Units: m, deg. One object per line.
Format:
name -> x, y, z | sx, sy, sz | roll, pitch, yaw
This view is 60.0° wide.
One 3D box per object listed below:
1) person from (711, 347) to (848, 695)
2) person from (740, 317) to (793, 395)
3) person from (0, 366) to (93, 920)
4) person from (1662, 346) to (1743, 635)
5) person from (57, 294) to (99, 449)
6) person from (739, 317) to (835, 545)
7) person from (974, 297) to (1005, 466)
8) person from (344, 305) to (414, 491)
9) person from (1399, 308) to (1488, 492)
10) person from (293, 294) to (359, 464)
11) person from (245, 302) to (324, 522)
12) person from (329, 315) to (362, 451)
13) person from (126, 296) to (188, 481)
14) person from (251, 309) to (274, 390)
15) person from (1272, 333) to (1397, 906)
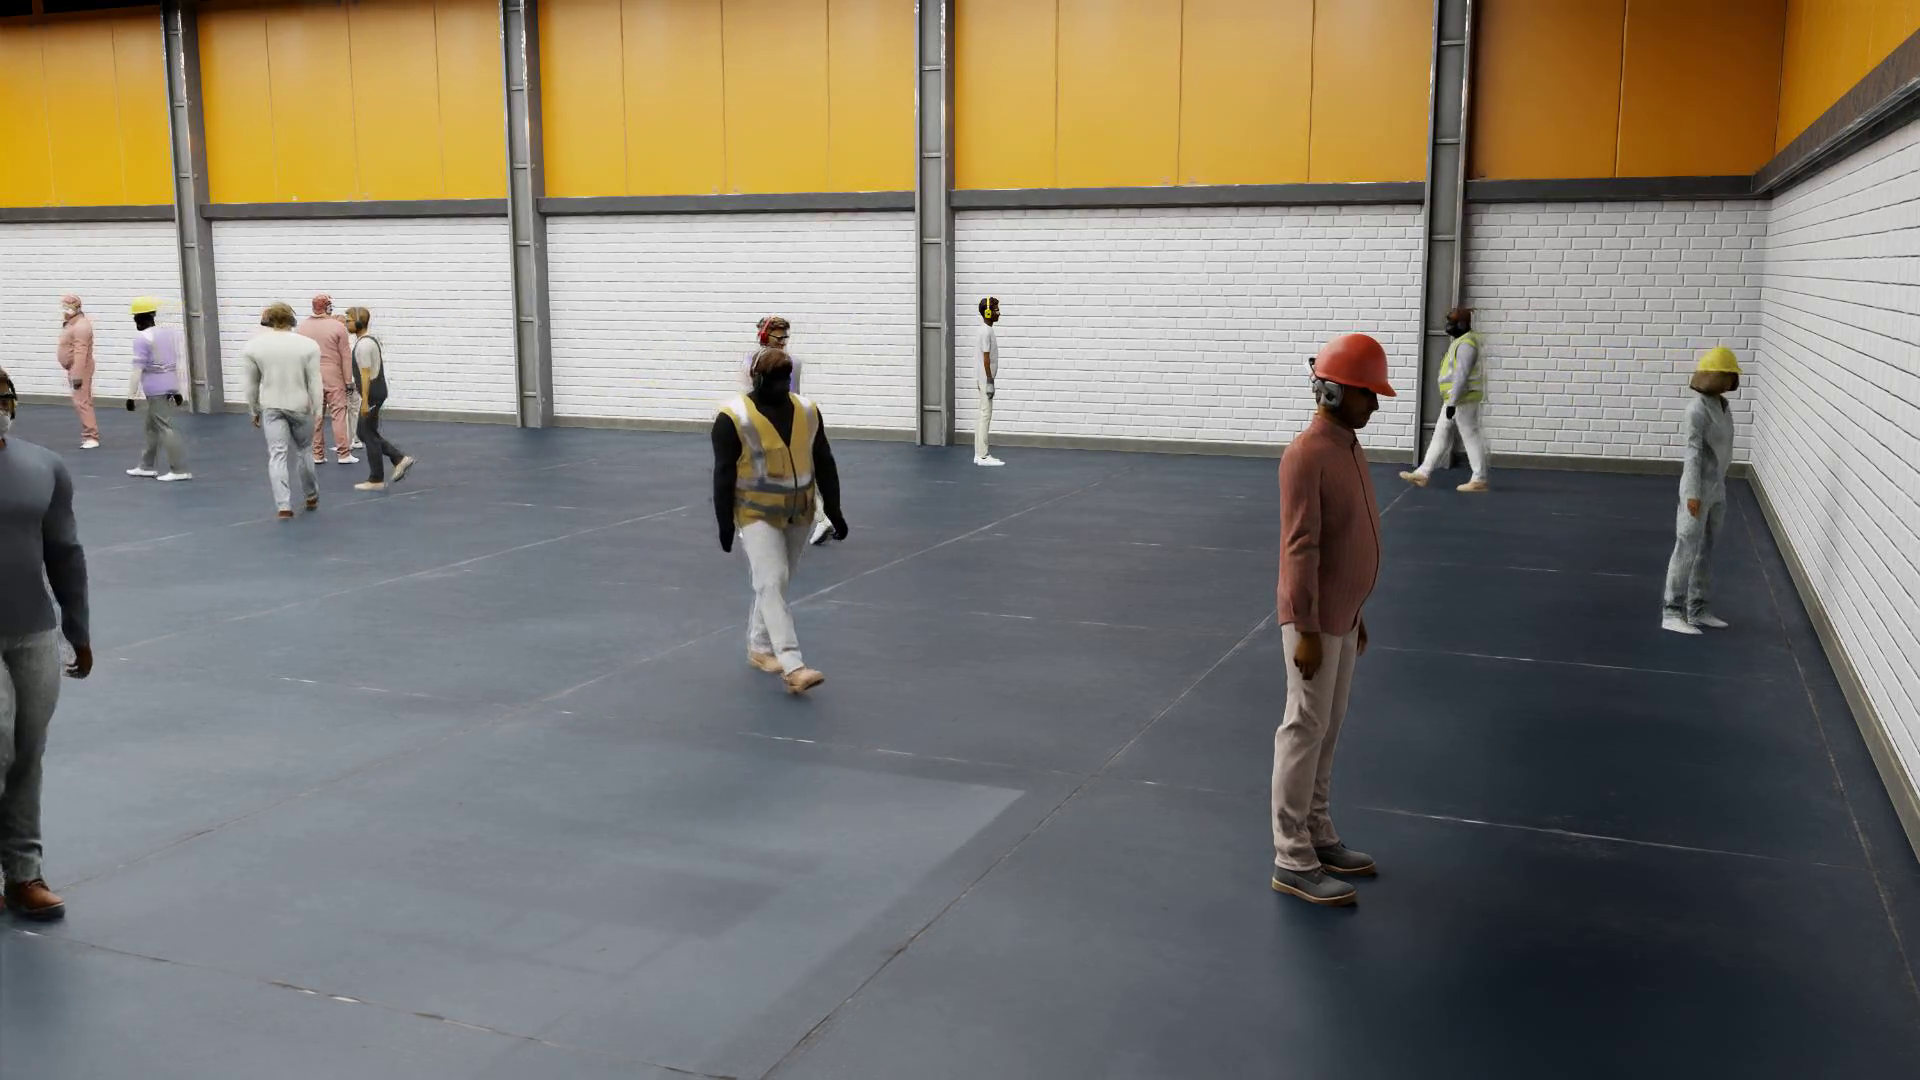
person -> -0.933, -0.112, 8.767 | 0.632, 1.791, 0.947 | -8, 12, -38
person -> -1.453, -0.768, 12.609 | 0.388, 1.838, 0.564 | 5, 10, 26
person -> -3.224, 0.345, 5.584 | 0.434, 1.928, 0.652 | 5, 11, 29
person -> 4.534, -0.303, 10.078 | 0.492, 1.743, 0.311 | -9, 13, -44
person -> -10.793, -2.051, 20.305 | 0.400, 1.881, 0.795 | -6, 11, -34
person -> -1.386, -0.861, 13.252 | 0.931, 1.819, 0.523 | 7, 12, 38
person -> 0.316, -1.764, 18.544 | 0.327, 1.874, 0.521 | -1, 9, -6
person -> -5.766, -1.392, 16.405 | 0.510, 1.832, 0.529 | -3, 10, -17
person -> 4.816, -1.373, 16.392 | 0.912, 1.799, 0.649 | 2, 10, 10
person -> -7.080, -1.792, 18.605 | 0.643, 1.910, 0.400 | 1, 9, 6
person -> -5.946, -1.148, 14.721 | 0.648, 1.889, 1.016 | -3, 10, -15
person -> -7.421, -1.878, 19.974 | 0.374, 1.636, 0.550 | 2, 10, 12
person -> -8.382, -1.541, 17.098 | 0.834, 1.893, 0.625 | 0, 9, 3
person -> -9.433, -2.353, 22.830 | 0.509, 1.632, 0.269 | -4, 10, -21
person -> 1.312, 0.268, 5.882 | 0.392, 1.986, 0.609 | 5, 11, 28
